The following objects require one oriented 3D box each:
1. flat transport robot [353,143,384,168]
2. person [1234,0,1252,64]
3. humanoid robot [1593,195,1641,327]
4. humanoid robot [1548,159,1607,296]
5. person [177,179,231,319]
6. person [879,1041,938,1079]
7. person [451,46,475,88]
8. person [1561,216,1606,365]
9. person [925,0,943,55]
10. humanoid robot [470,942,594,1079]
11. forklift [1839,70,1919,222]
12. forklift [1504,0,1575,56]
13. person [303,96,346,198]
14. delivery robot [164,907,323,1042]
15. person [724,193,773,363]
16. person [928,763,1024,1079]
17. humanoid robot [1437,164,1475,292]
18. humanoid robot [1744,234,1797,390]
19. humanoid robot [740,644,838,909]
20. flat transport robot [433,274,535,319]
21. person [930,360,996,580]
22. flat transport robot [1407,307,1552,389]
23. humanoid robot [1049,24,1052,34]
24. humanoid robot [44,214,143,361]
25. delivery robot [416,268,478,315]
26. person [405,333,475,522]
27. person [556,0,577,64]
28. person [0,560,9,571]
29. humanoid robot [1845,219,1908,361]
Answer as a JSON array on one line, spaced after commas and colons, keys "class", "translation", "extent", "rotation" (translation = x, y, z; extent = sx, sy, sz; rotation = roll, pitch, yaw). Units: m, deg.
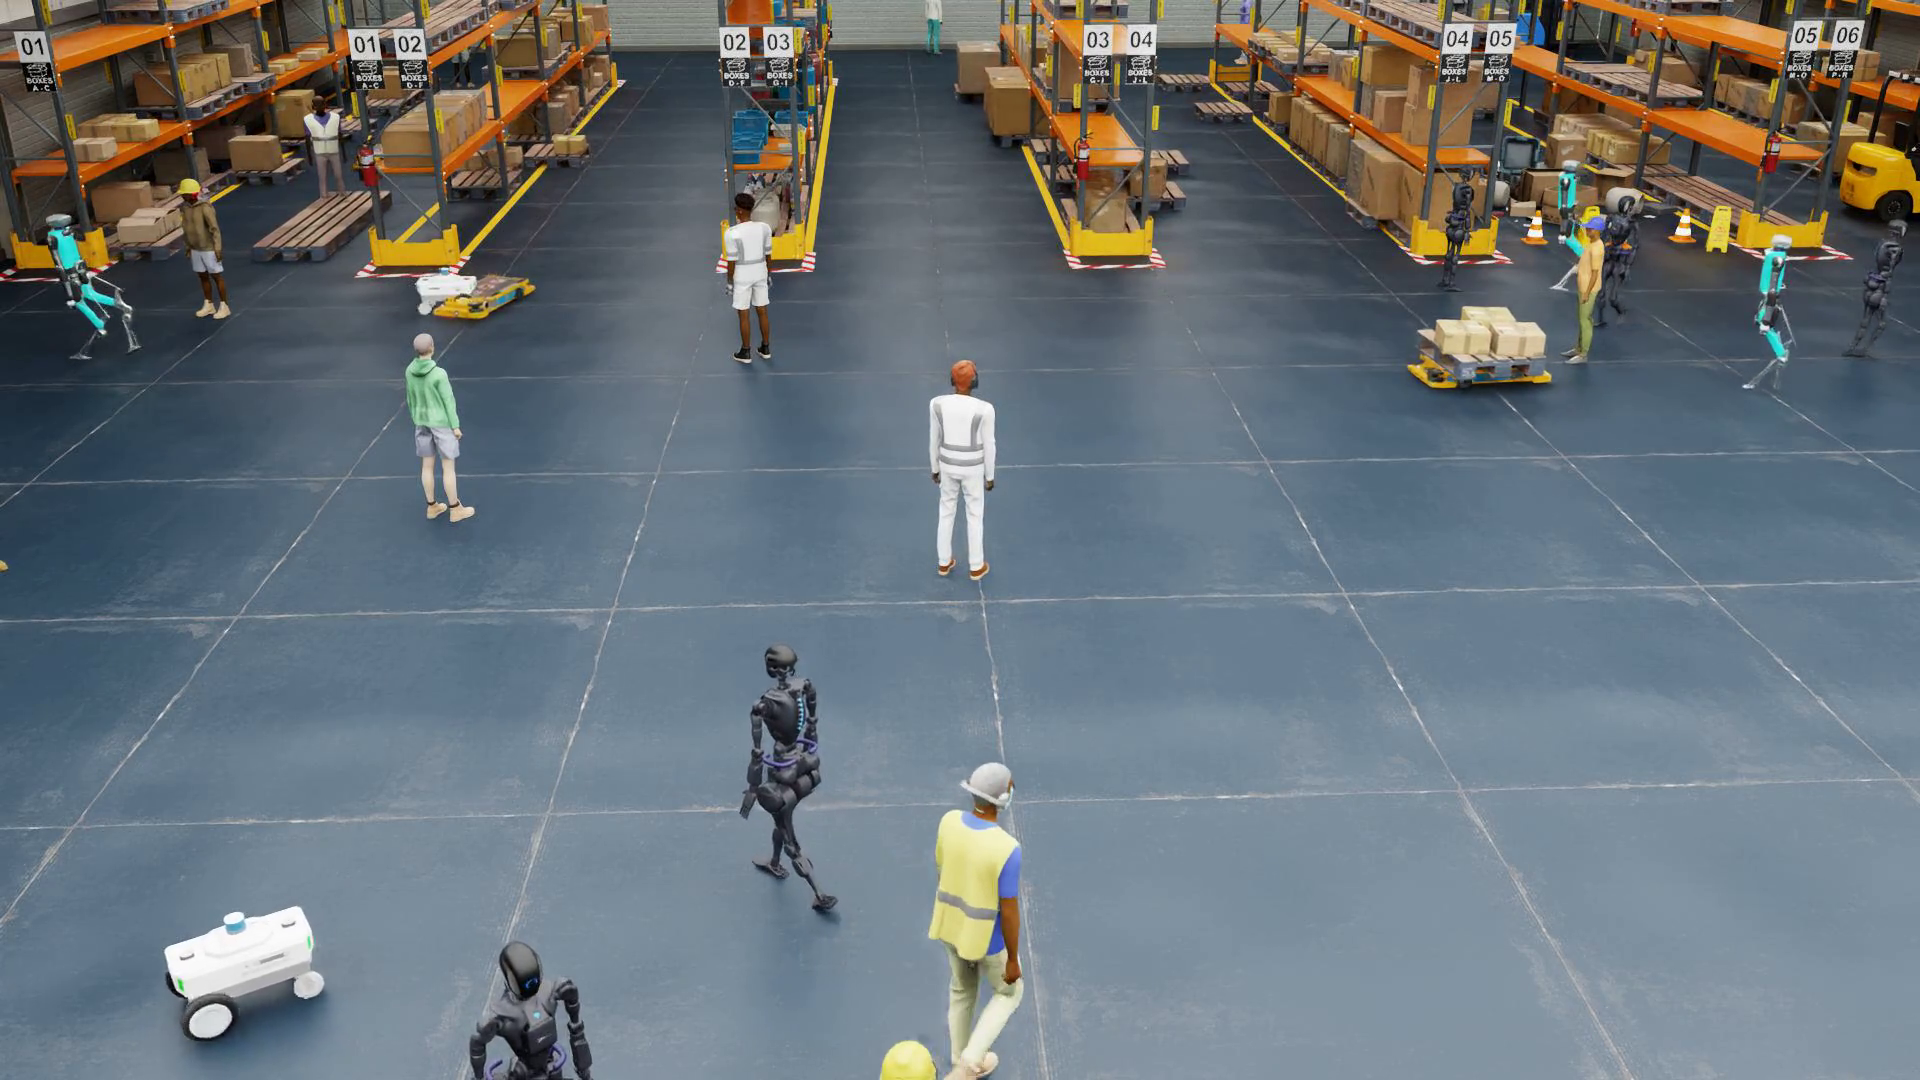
[{"class": "flat transport robot", "translation": [-10.440, -6.953, 30.096], "extent": [0.659, 0.231, 1.431], "rotation": [0, 24, -1]}, {"class": "person", "translation": [7.060, -12.708, 41.151], "extent": [0.394, 1.796, 0.595], "rotation": [2, 24, 4]}, {"class": "humanoid robot", "translation": [8.065, -3.423, 20.425], "extent": [0.435, 1.643, 0.601], "rotation": [-15, 28, -30]}, {"class": "humanoid robot", "translation": [8.224, -4.052, 21.844], "extent": [0.892, 1.821, 0.549], "rotation": [11, 26, 23]}, {"class": "person", "translation": [-9.477, -3.662, 20.864], "extent": [0.538, 1.758, 0.406], "rotation": [9, 26, 20]}, {"class": "person", "translation": [-0.185, 2.692, 6.633], "extent": [0.536, 1.709, 0.956], "rotation": [10, 26, 20]}, {"class": "person", "translation": [-11.323, -11.090, 37.632], "extent": [0.531, 1.697, 0.322], "rotation": [1, 24, 3]}, {"class": "person", "translation": [7.197, -2.873, 19.145], "extent": [0.332, 1.719, 0.456], "rotation": [6, 25, 13]}, {"class": "person", "translation": [-0.651, -13.358, 42.648], "extent": [0.532, 1.765, 0.329], "rotation": [22, 32, 40]}, {"class": "humanoid robot", "translation": [-1.856, 2.435, 7.265], "extent": [0.309, 1.648, 0.609], "rotation": [21, 31, 39]}, {"class": "forklift", "translation": [15.132, -6.143, 25.915], "extent": [2.313, 2.155, 1.214], "rotation": [-1, 24, -2]}, {"class": "forklift", "translation": [14.700, -13.805, 42.301], "extent": [1.873, 2.768, 1.129], "rotation": [-1, 24, -2]}, {"class": "person", "translation": [-10.003, -6.089, 26.243], "extent": [0.577, 1.832, 0.400], "rotation": [-13, 27, -26]}, {"class": "delivery robot", "translation": [-3.891, 2.300, 8.977], "extent": [0.811, 0.613, 0.499], "rotation": [-15, 28, -30]}, {"class": "person", "translation": [-2.436, -3.029, 19.192], "extent": [0.609, 1.965, 0.364], "rotation": [-17, 29, -33]}, {"class": "person", "translation": [0.075, 1.949, 8.126], "extent": [0.539, 1.876, 0.491], "rotation": [18, 30, 35]}, {"class": "humanoid robot", "translation": [6.616, -4.158, 22.071], "extent": [0.315, 1.653, 0.599], "rotation": [-1, 24, -2]}, {"class": "humanoid robot", "translation": [9.030, -2.394, 18.195], "extent": [0.718, 1.879, 0.545], "rotation": [7, 25, 15]}, {"class": "humanoid robot", "translation": [-0.994, 1.381, 9.715], "extent": [0.752, 1.651, 0.609], "rotation": [17, 29, 33]}, {"class": "flat transport robot", "translation": [-6.162, -3.164, 21.581], "extent": [0.659, 0.231, 1.431], "rotation": [6, 25, 14]}, {"class": "person", "translation": [0.020, -0.577, 13.801], "extent": [0.570, 1.876, 0.348], "rotation": [8, 25, 18]}, {"class": "flat transport robot", "translation": [5.870, -1.935, 18.820], "extent": [1.431, 0.231, 0.659], "rotation": [-4, 24, -9]}, {"class": "humanoid robot", "translation": [2.589, -12.749, 41.367], "extent": [0.568, 1.764, 0.986], "rotation": [-17, 29, -33]}, {"class": "humanoid robot", "translation": [-9.930, -2.876, 19.189], "extent": [1.015, 1.772, 0.533], "rotation": [0, 24, 1]}, {"class": "delivery robot", "translation": [-6.535, -3.178, 21.263], "extent": [0.791, 0.595, 0.499], "rotation": [-2, 24, -4]}, {"class": "person", "translation": [-4.707, -1.001, 14.909], "extent": [0.480, 1.743, 0.341], "rotation": [8, 25, 18]}, {"class": "person", "translation": [-9.709, -12.543, 40.751], "extent": [0.823, 1.816, 0.534], "rotation": [0, 24, 0]}, {"class": "person", "translation": [-8.334, -0.562, 13.752], "extent": [0.391, 1.888, 0.574], "rotation": [15, 28, 30]}, {"class": "humanoid robot", "translation": [10.642, -2.905, 19.273], "extent": [0.323, 1.655, 0.599], "rotation": [7, 25, 15]}]
